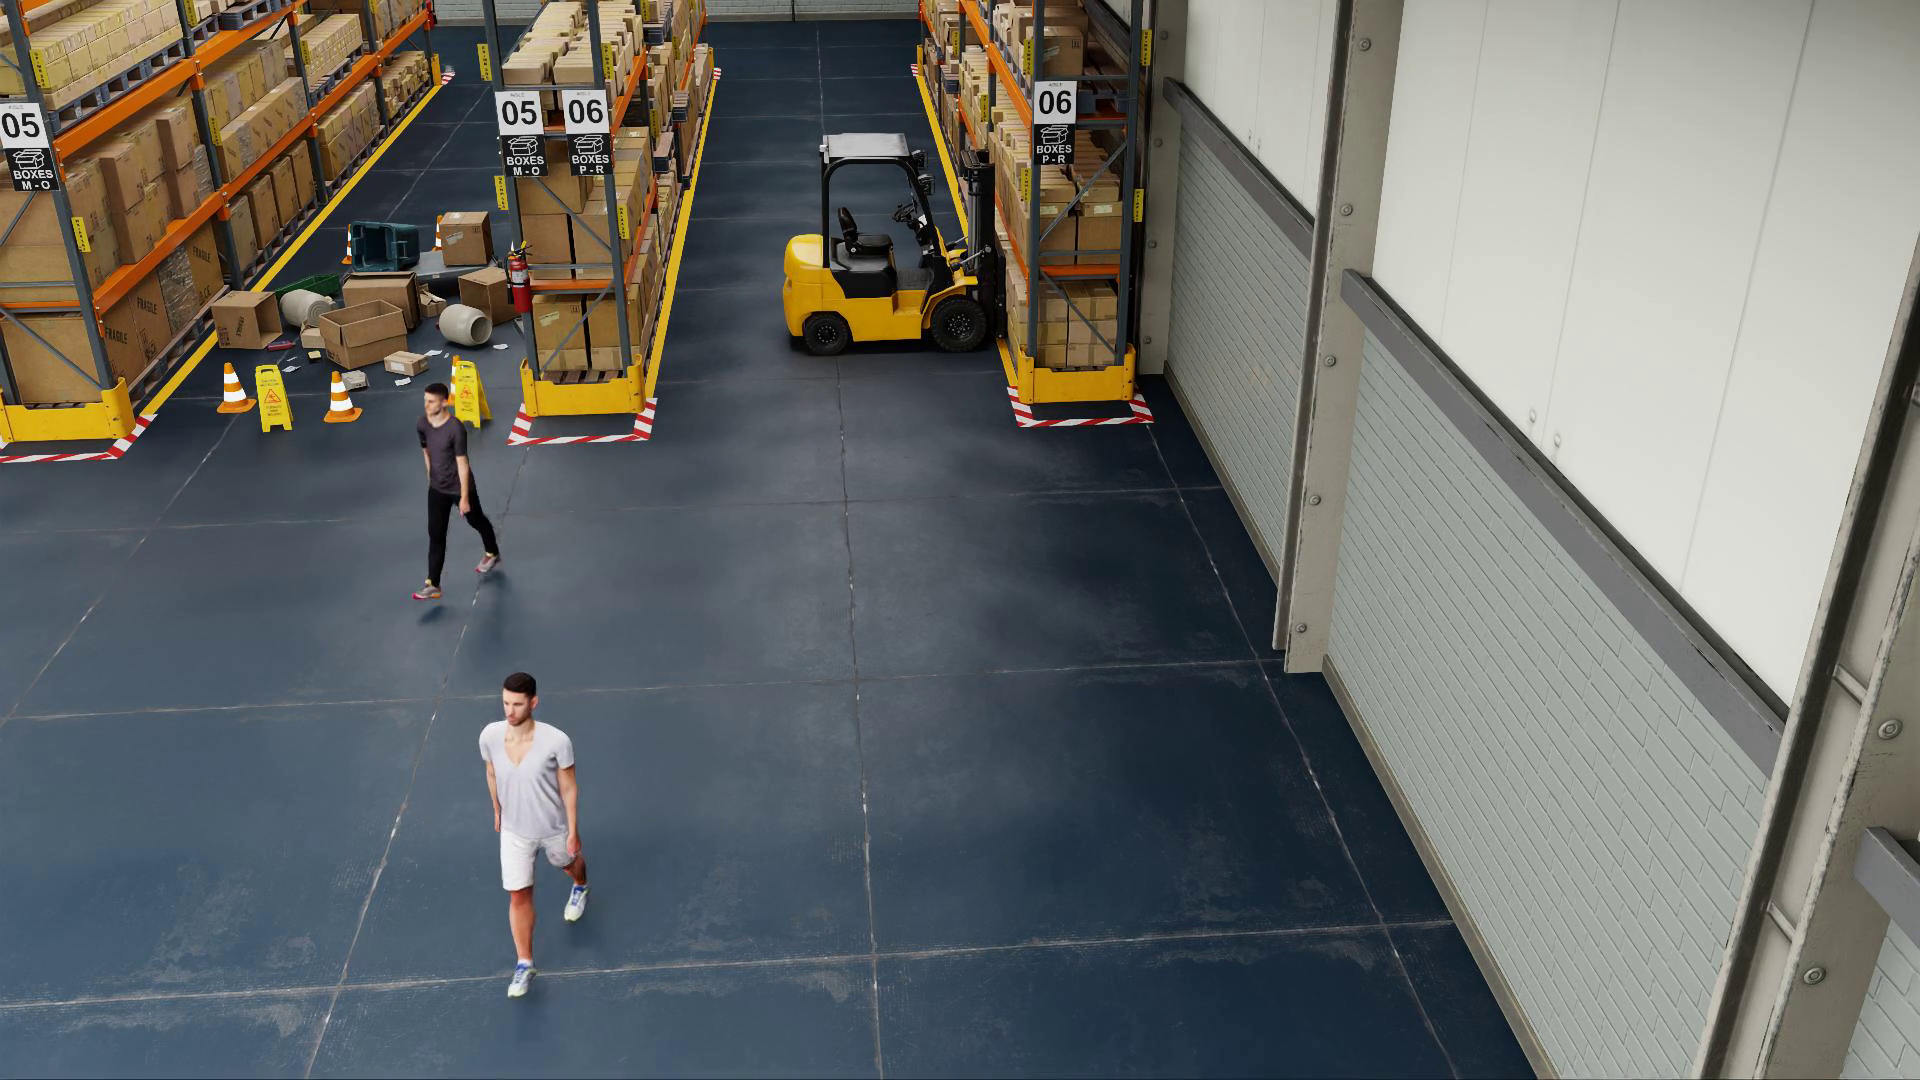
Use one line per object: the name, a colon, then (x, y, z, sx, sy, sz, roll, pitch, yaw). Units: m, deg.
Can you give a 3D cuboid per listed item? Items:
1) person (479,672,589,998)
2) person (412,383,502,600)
person: (-2.319, 1.510, 9.277, 0.848, 1.811, 1.291, 3, 27, 5)
person: (-3.948, -0.423, 13.139, 1.042, 1.714, 1.275, 12, 29, 21)
